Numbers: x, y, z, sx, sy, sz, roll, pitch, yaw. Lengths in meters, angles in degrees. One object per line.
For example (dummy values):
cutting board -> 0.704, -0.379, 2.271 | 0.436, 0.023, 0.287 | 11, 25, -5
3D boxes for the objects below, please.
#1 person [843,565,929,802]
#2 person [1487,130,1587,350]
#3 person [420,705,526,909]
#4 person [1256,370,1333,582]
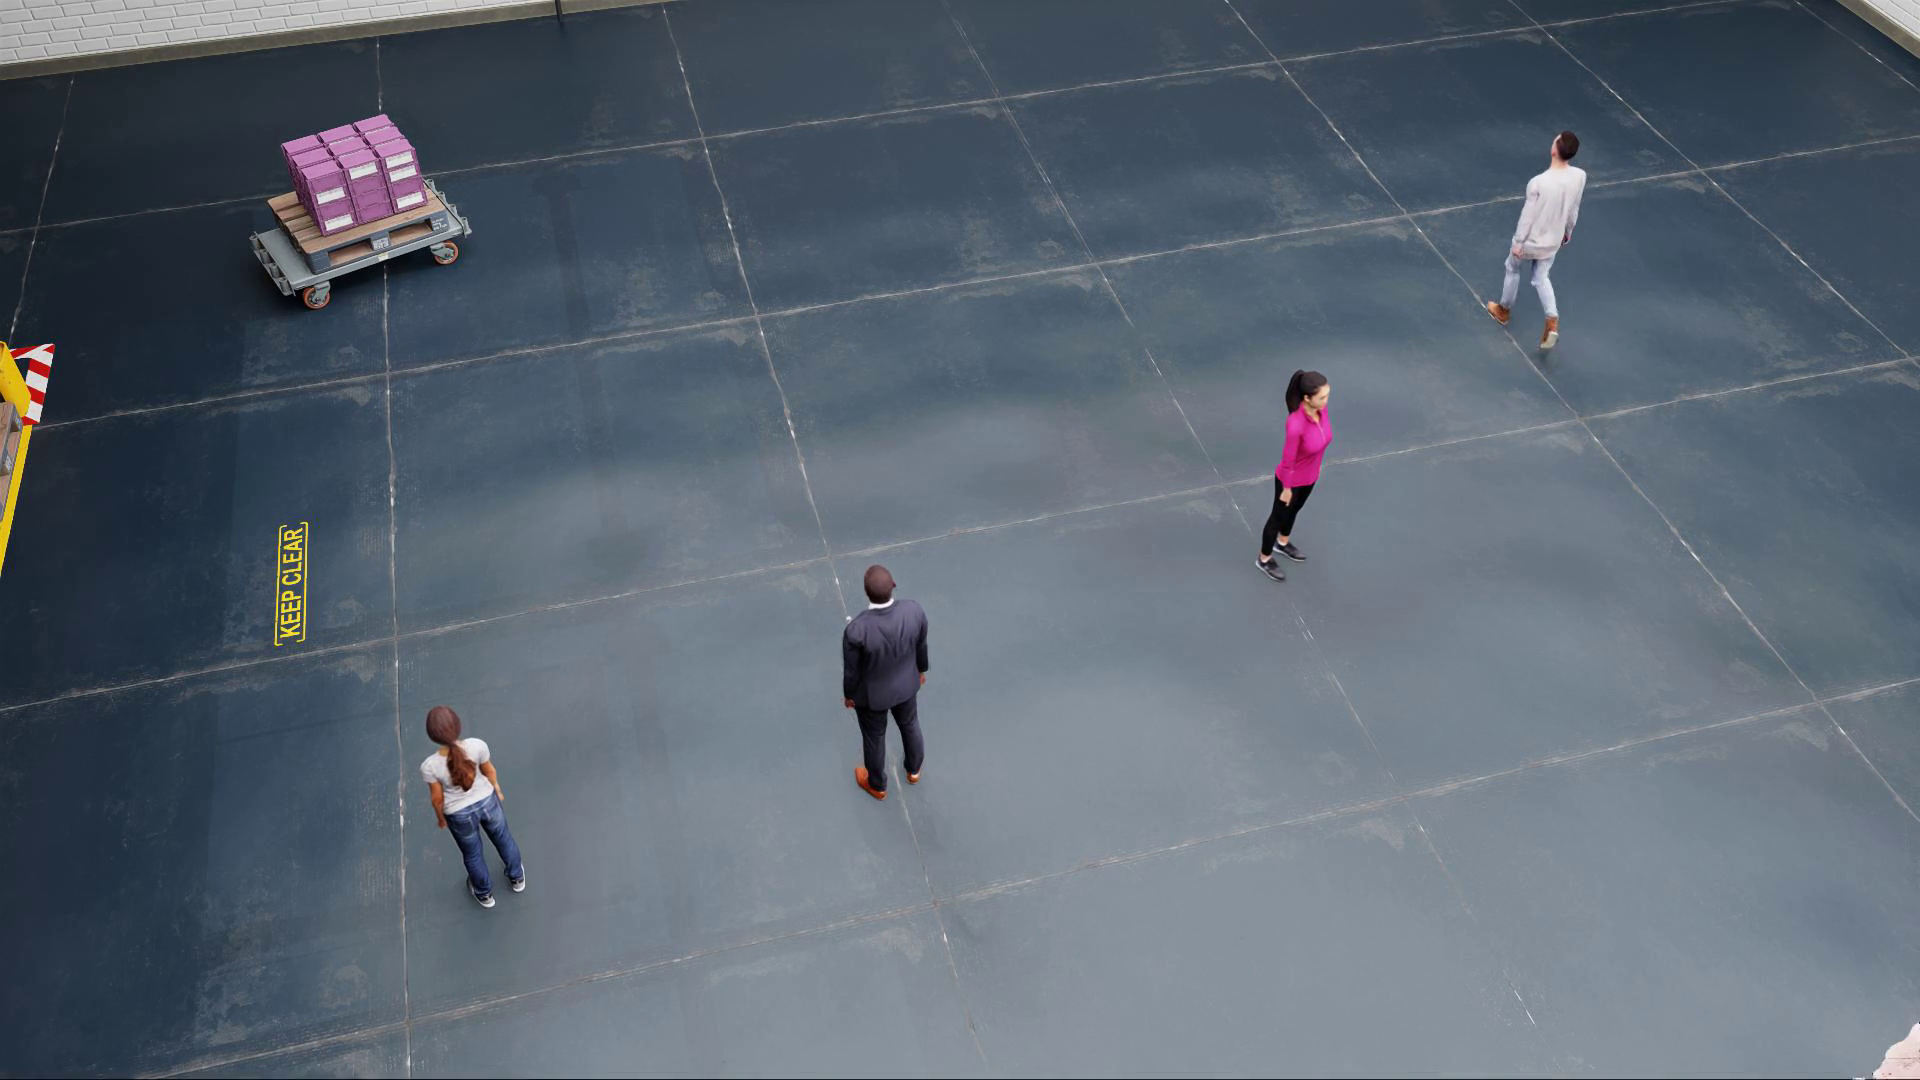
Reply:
person -> -0.434, 0.843, 9.749 | 0.739, 1.824, 0.649 | -18, 47, -18
person -> 4.610, -2.343, 13.096 | 0.695, 1.821, 1.059 | -12, 45, -12
person -> -2.729, 1.475, 9.274 | 0.592, 1.563, 0.593 | -23, 48, -23
person -> 2.260, -0.453, 11.200 | 0.716, 1.697, 0.675 | 30, 51, 28
